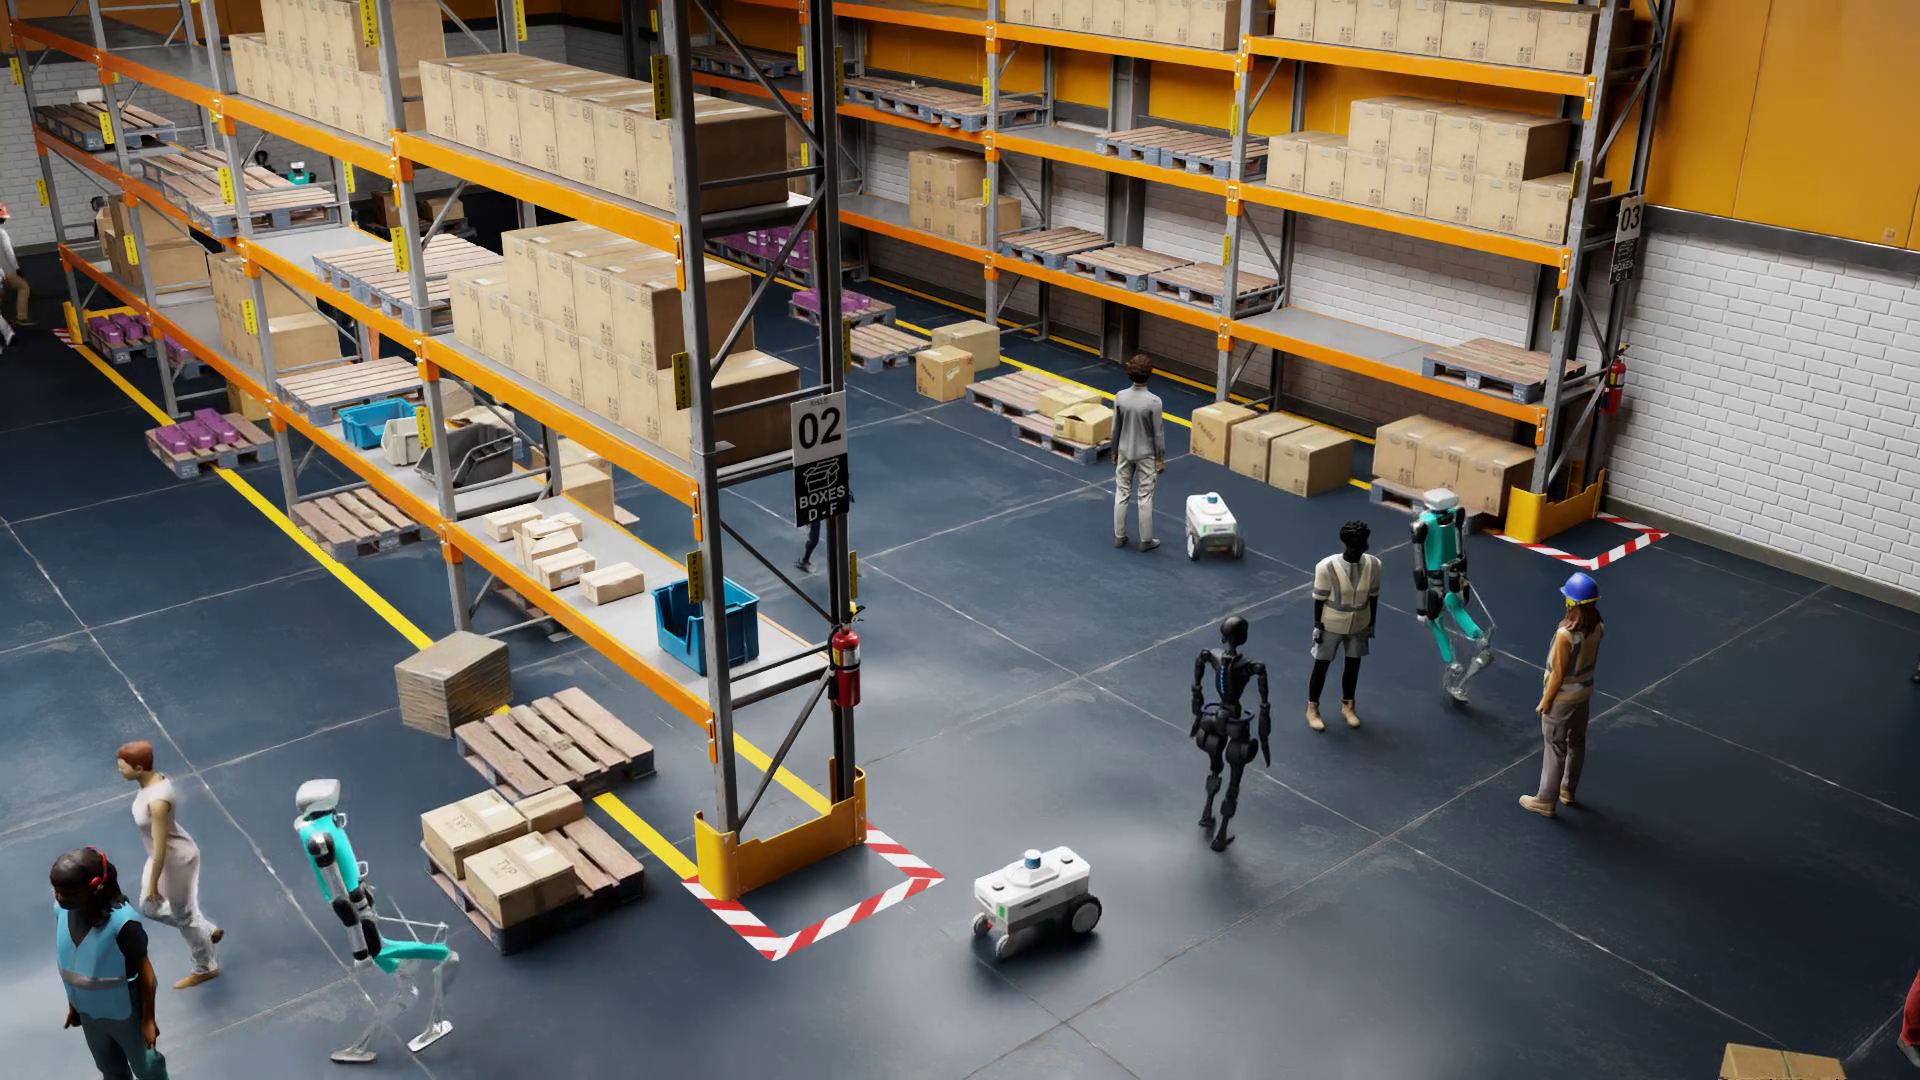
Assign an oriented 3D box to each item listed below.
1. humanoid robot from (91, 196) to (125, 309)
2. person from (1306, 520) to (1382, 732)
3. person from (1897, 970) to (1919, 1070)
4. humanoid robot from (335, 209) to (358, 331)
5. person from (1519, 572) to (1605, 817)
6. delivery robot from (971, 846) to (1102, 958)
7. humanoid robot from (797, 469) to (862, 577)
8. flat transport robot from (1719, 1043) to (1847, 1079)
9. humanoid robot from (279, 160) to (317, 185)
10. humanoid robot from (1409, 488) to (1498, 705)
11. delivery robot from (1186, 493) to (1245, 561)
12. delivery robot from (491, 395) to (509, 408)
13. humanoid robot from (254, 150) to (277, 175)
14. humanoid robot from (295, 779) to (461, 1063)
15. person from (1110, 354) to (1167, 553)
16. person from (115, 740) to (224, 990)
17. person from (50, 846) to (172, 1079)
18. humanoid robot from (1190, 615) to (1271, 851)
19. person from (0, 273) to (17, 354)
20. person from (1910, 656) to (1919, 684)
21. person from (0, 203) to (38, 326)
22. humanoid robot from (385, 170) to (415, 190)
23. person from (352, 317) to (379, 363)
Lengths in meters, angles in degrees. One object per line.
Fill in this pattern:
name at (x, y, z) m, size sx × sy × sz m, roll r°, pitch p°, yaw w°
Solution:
humanoid robot at (-11.714, -3.897, 22.890) m, size 0.343 × 1.653 × 0.585 m, roll -18°, pitch 29°, yaw -36°
person at (2.863, 0.630, 12.394) m, size 0.533 × 1.693 × 0.319 m, roll -4°, pitch 24°, yaw -9°
person at (5.451, 2.068, 8.974) m, size 0.521 × 1.761 × 0.318 m, roll -12°, pitch 26°, yaw -25°
humanoid robot at (-8.278, -3.681, 22.307) m, size 0.621 × 1.769 × 0.796 m, roll -11°, pitch 26°, yaw -24°
person at (4.118, 1.047, 11.313) m, size 0.466 × 1.778 × 0.309 m, roll -16°, pitch 28°, yaw -32°
delivery robot at (0.465, 2.186, 10.244) m, size 0.811 × 0.614 × 0.499 m, roll -15°, pitch 27°, yaw -30°
humanoid robot at (-1.222, -0.454, 14.940) m, size 0.604 × 1.638 × 0.609 m, roll 20°, pitch 30°, yaw 38°
flat transport robot at (4.126, 3.410, 7.747) m, size 1.431 × 0.231 × 0.659 m, roll 5°, pitch 24°, yaw 12°
humanoid robot at (-10.077, -4.921, 25.230) m, size 0.566 × 1.773 × 0.966 m, roll -16°, pitch 28°, yaw -33°
humanoid robot at (3.768, 0.569, 12.580) m, size 0.573 × 1.852 × 0.797 m, roll -16°, pitch 28°, yaw -32°
delivery robot at (2.359, -0.156, 15.632) m, size 0.499 × 0.585 × 0.765 m, roll -2°, pitch 23°, yaw -5°
delivery robot at (-5.088, -1.803, 19.476) m, size 0.794 × 0.609 × 0.499 m, roll 14°, pitch 27°, yaw 30°
humanoid robot at (-10.790, -5.321, 26.208) m, size 0.592 × 1.643 × 0.555 m, roll 10°, pitch 25°, yaw 23°
humanoid robot at (-3.071, 2.059, 9.041) m, size 0.881 × 1.775 × 0.590 m, roll -10°, pitch 25°, yaw -22°
person at (1.645, -0.797, 15.430) m, size 0.543 × 1.901 × 0.390 m, roll 11°, pitch 26°, yaw 24°
person at (-4.576, 1.876, 9.568) m, size 0.368 × 1.641 × 0.425 m, roll -17°, pitch 29°, yaw -34°
person at (-4.192, 2.324, 8.242) m, size 0.522 × 1.871 × 0.391 m, roll 7°, pitch 24°, yaw 15°
humanoid robot at (1.768, 1.254, 10.962) m, size 0.600 × 1.645 × 0.374 m, roll 15°, pitch 28°, yaw 32°
person at (-12.519, -3.245, 21.135) m, size 0.458 × 1.873 × 0.714 m, roll 6°, pitch 24°, yaw 14°
person at (7.817, 0.263, 12.953) m, size 0.546 × 1.926 × 0.388 m, roll 13°, pitch 27°, yaw 28°
person at (-12.829, -3.670, 22.316) m, size 0.587 × 1.709 × 0.618 m, roll 15°, pitch 28°, yaw 31°
humanoid robot at (-9.501, -6.154, 28.038) m, size 0.997 × 1.732 × 0.548 m, roll 9°, pitch 25°, yaw 20°
person at (-7.188, -2.749, 20.133) m, size 0.501 × 1.758 × 0.344 m, roll 14°, pitch 27°, yaw 29°
